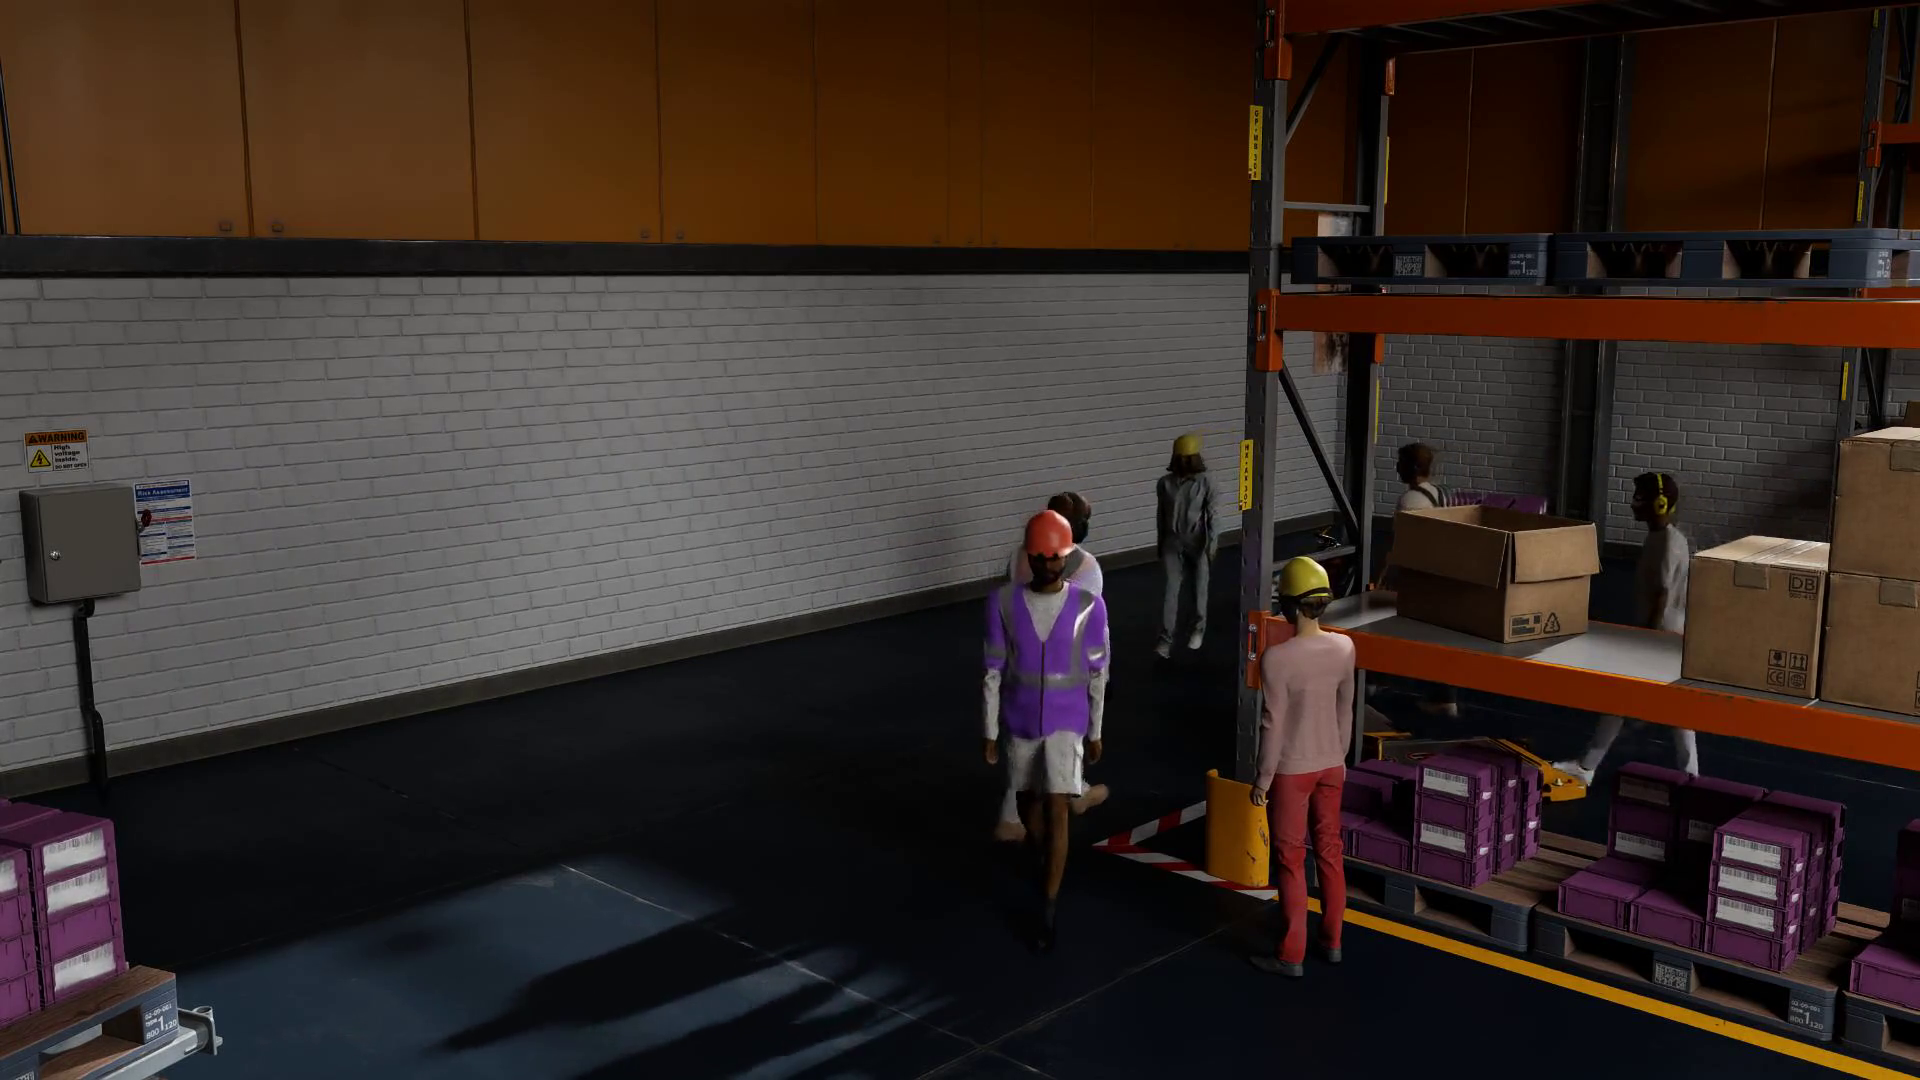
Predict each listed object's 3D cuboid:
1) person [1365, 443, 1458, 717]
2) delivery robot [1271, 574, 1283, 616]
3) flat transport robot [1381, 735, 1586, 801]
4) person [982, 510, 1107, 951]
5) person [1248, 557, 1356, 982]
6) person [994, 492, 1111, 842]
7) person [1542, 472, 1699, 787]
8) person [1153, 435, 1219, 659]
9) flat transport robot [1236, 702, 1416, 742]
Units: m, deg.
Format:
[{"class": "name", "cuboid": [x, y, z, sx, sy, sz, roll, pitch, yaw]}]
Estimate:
[{"class": "person", "cuboid": [2.969, 0.248, 11.142, 0.941, 1.793, 0.513, 7, 12, 37]}, {"class": "delivery robot", "cuboid": [2.668, 0.435, 13.501, 0.477, 0.478, 0.707, 3, 10, 19]}, {"class": "flat transport robot", "cuboid": [2.691, 1.302, 9.339, 1.431, 0.197, 0.652, -2, 9, -11]}, {"class": "person", "cuboid": [0.385, 0.786, 7.508, 0.549, 1.905, 0.948, 1, 9, 9]}, {"class": "person", "cuboid": [1.417, 0.946, 6.951, 0.533, 1.766, 0.325, -6, 11, -34]}, {"class": "person", "cuboid": [0.500, 0.651, 8.717, 0.914, 1.798, 0.660, -7, 12, -38]}, {"class": "person", "cuboid": [3.728, 0.540, 9.231, 0.914, 1.829, 0.558, 2, 9, 9]}, {"class": "person", "cuboid": [1.713, 0.050, 12.640, 0.506, 1.687, 0.891, 4, 10, 22]}, {"class": "flat transport robot", "cuboid": [2.248, 1.145, 10.306, 0.652, 0.197, 1.431, -1, 9, -8]}]
